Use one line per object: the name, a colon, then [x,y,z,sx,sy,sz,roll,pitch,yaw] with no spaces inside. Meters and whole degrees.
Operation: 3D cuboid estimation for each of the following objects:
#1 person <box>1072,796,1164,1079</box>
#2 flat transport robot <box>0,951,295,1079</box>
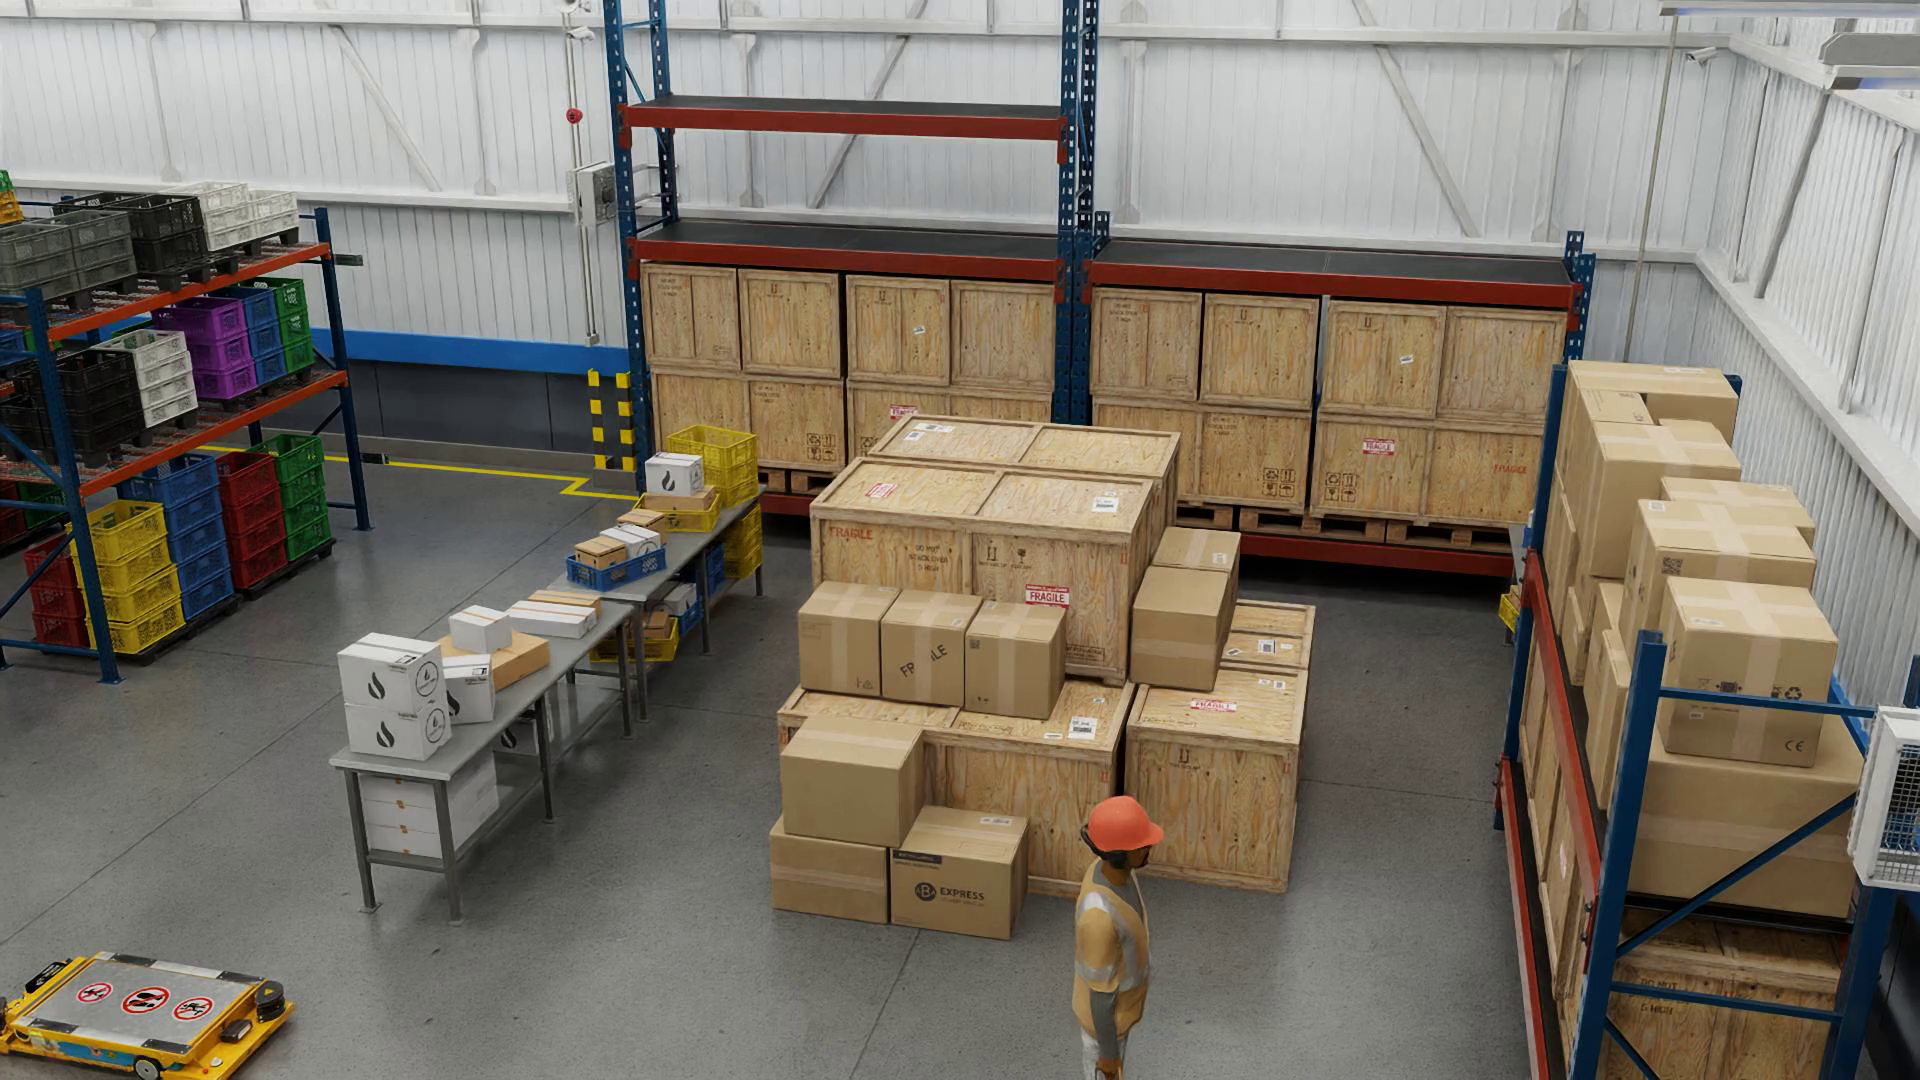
person: [0.676,2.031,7.244,0.365,2.048,0.606,4,21,10]
flat transport robot: [-4.270,2.464,8.601,1.431,0.231,0.659,5,22,13]
